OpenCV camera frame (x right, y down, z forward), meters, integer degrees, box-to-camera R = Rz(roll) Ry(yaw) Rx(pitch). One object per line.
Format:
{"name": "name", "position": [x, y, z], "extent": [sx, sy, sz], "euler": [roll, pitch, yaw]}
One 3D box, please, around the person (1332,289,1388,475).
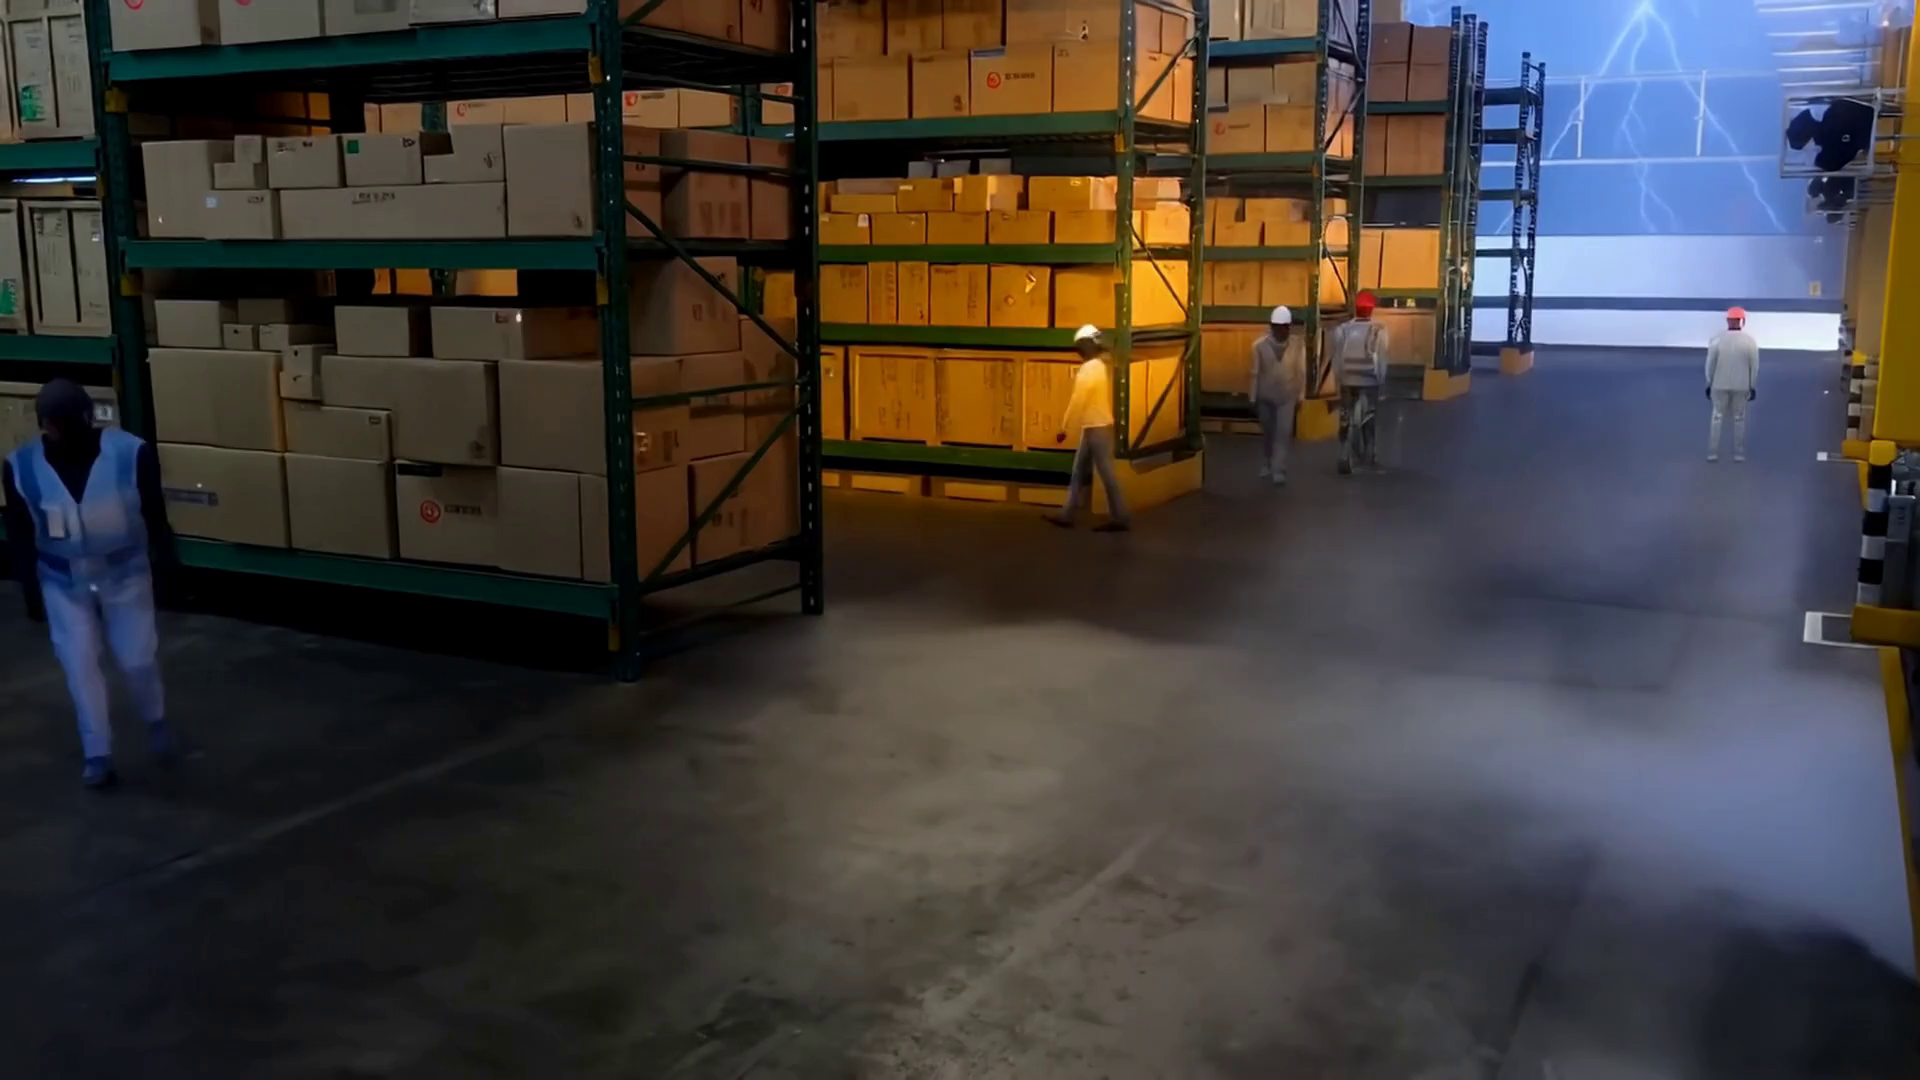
{"name": "person", "position": [4.229, -1.662, 17.562], "extent": [0.607, 1.947, 0.406], "euler": [8, 13, 39]}

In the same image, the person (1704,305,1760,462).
{"name": "person", "position": [8.620, -1.744, 18.591], "extent": [0.563, 1.755, 0.320], "euler": [4, 11, 24]}

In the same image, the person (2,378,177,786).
{"name": "person", "position": [-3.818, 0.174, 7.347], "extent": [0.646, 1.812, 0.571], "euler": [-3, 10, -18]}

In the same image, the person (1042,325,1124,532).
{"name": "person", "position": [1.024, -0.932, 13.953], "extent": [0.801, 1.713, 0.550], "euler": [2, 10, 9]}

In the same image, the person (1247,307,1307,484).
{"name": "person", "position": [3.255, -1.503, 17.124], "extent": [0.602, 1.797, 0.903], "euler": [2, 10, 10]}
